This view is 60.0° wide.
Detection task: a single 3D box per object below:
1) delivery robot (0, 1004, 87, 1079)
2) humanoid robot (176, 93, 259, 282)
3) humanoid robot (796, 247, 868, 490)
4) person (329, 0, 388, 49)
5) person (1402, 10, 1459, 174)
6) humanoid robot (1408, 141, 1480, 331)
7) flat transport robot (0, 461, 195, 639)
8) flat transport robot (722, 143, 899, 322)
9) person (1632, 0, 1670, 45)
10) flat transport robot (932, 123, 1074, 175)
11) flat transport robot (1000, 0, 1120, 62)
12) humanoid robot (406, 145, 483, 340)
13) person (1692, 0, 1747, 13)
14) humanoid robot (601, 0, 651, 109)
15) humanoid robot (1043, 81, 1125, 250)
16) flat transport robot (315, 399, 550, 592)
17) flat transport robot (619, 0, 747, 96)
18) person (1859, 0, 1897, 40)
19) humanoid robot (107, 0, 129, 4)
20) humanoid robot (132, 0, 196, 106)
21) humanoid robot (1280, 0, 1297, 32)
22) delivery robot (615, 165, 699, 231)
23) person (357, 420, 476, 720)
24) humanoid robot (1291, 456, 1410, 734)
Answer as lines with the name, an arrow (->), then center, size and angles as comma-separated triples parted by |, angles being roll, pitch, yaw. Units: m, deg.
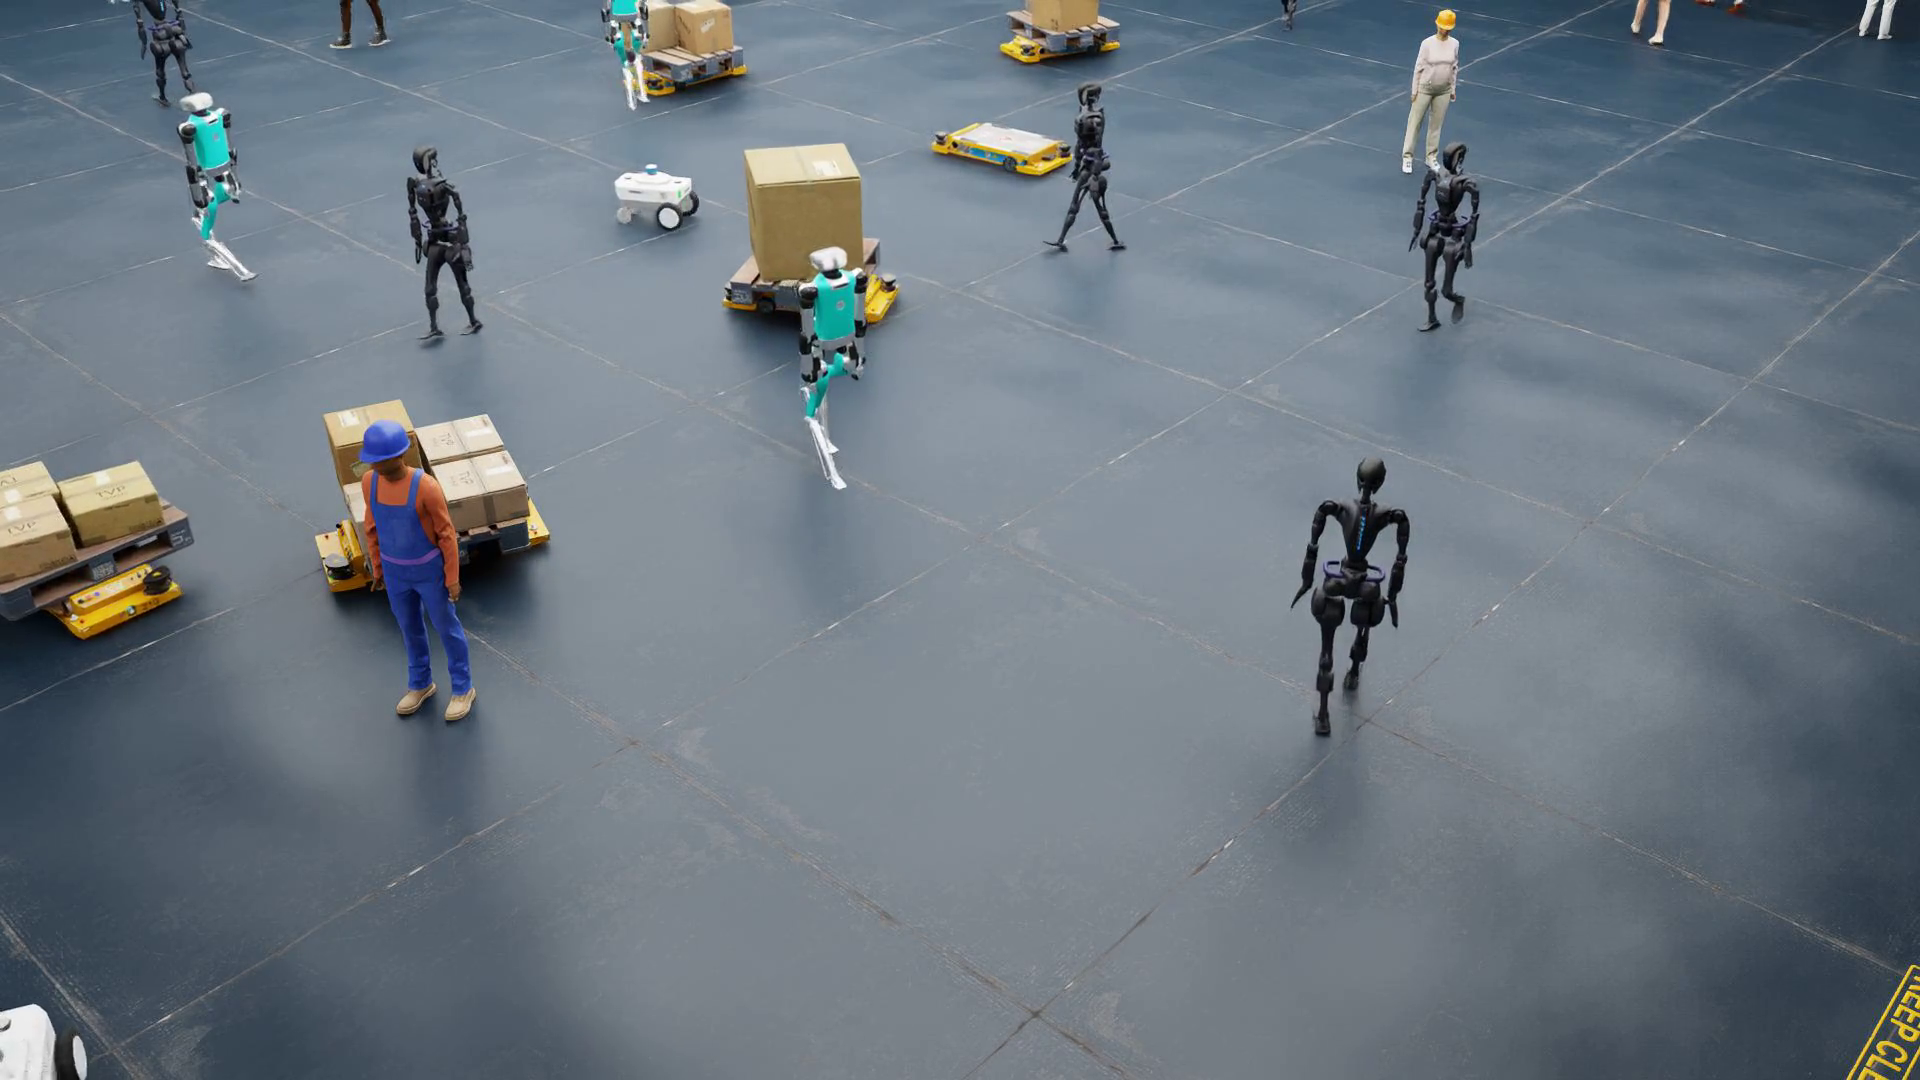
delivery robot -> -4.064, 2.361, 7.096 | 0.499, 0.611, 0.814 | -11, 34, -18
humanoid robot -> -6.706, -3.122, 14.779 | 0.962, 1.744, 0.546 | 14, 34, 21
humanoid robot -> -0.980, -1.292, 11.848 | 0.546, 1.762, 0.940 | -20, 37, -29
person -> -7.814, -7.241, 21.234 | 0.632, 1.924, 0.892 | 17, 36, 26
person -> 4.931, -4.671, 17.327 | 0.474, 1.690, 0.326 | -4, 32, -6
humanoid robot -> 4.106, -2.564, 13.954 | 0.454, 1.637, 0.608 | -27, 41, -37
flat transport robot -> -5.774, 0.185, 10.856 | 1.431, 0.231, 0.659 | 24, 39, 33
flat transport robot -> -1.319, -2.185, 14.673 | 1.431, 0.231, 0.659 | 7, 33, 11
person -> 9.124, -7.436, 21.653 | 0.554, 1.817, 0.970 | 2, 32, 3
flat transport robot -> 0.460, -4.242, 17.984 | 1.431, 0.231, 0.659 | 21, 38, 30
flat transport robot -> 1.294, -6.430, 21.508 | 1.431, 0.231, 0.659 | -16, 35, -24
humanoid robot -> -4.291, -2.433, 13.742 | 0.597, 1.647, 0.573 | 13, 34, 20
person -> 10.682, -8.220, 22.944 | 0.500, 1.802, 0.863 | -20, 37, -29
humanoid robot -> -3.855, -5.862, 19.229 | 0.538, 1.812, 0.736 | -7, 32, -11
humanoid robot -> 1.187, -3.423, 15.374 | 0.780, 1.629, 0.601 | -8, 33, -13
flat transport robot -> -3.541, -0.020, 11.186 | 1.431, 0.231, 0.659 | -15, 35, -22
flat transport robot -> -3.383, -5.740, 20.397 | 0.659, 0.231, 1.431 | 27, 41, 36
person -> 12.164, -7.388, 21.750 | 0.306, 1.640, 0.513 | -27, 41, -36
humanoid robot -> -12.018, -8.371, 23.317 | 0.530, 1.861, 0.719 | -23, 39, -32
humanoid robot -> -9.201, -5.808, 19.197 | 0.734, 1.626, 0.590 | 22, 38, 31
humanoid robot -> 4.481, -7.717, 22.290 | 0.603, 1.641, 0.760 | 12, 34, 18
delivery robot -> -2.972, -3.371, 16.322 | 0.781, 0.605, 0.499 | 7, 33, 11
person -> -3.058, 0.172, 9.324 | 0.533, 1.906, 0.367 | 7, 32, 11
humanoid robot -> 2.199, 0.261, 9.426 | 0.598, 1.630, 0.705 | 6, 32, 9
